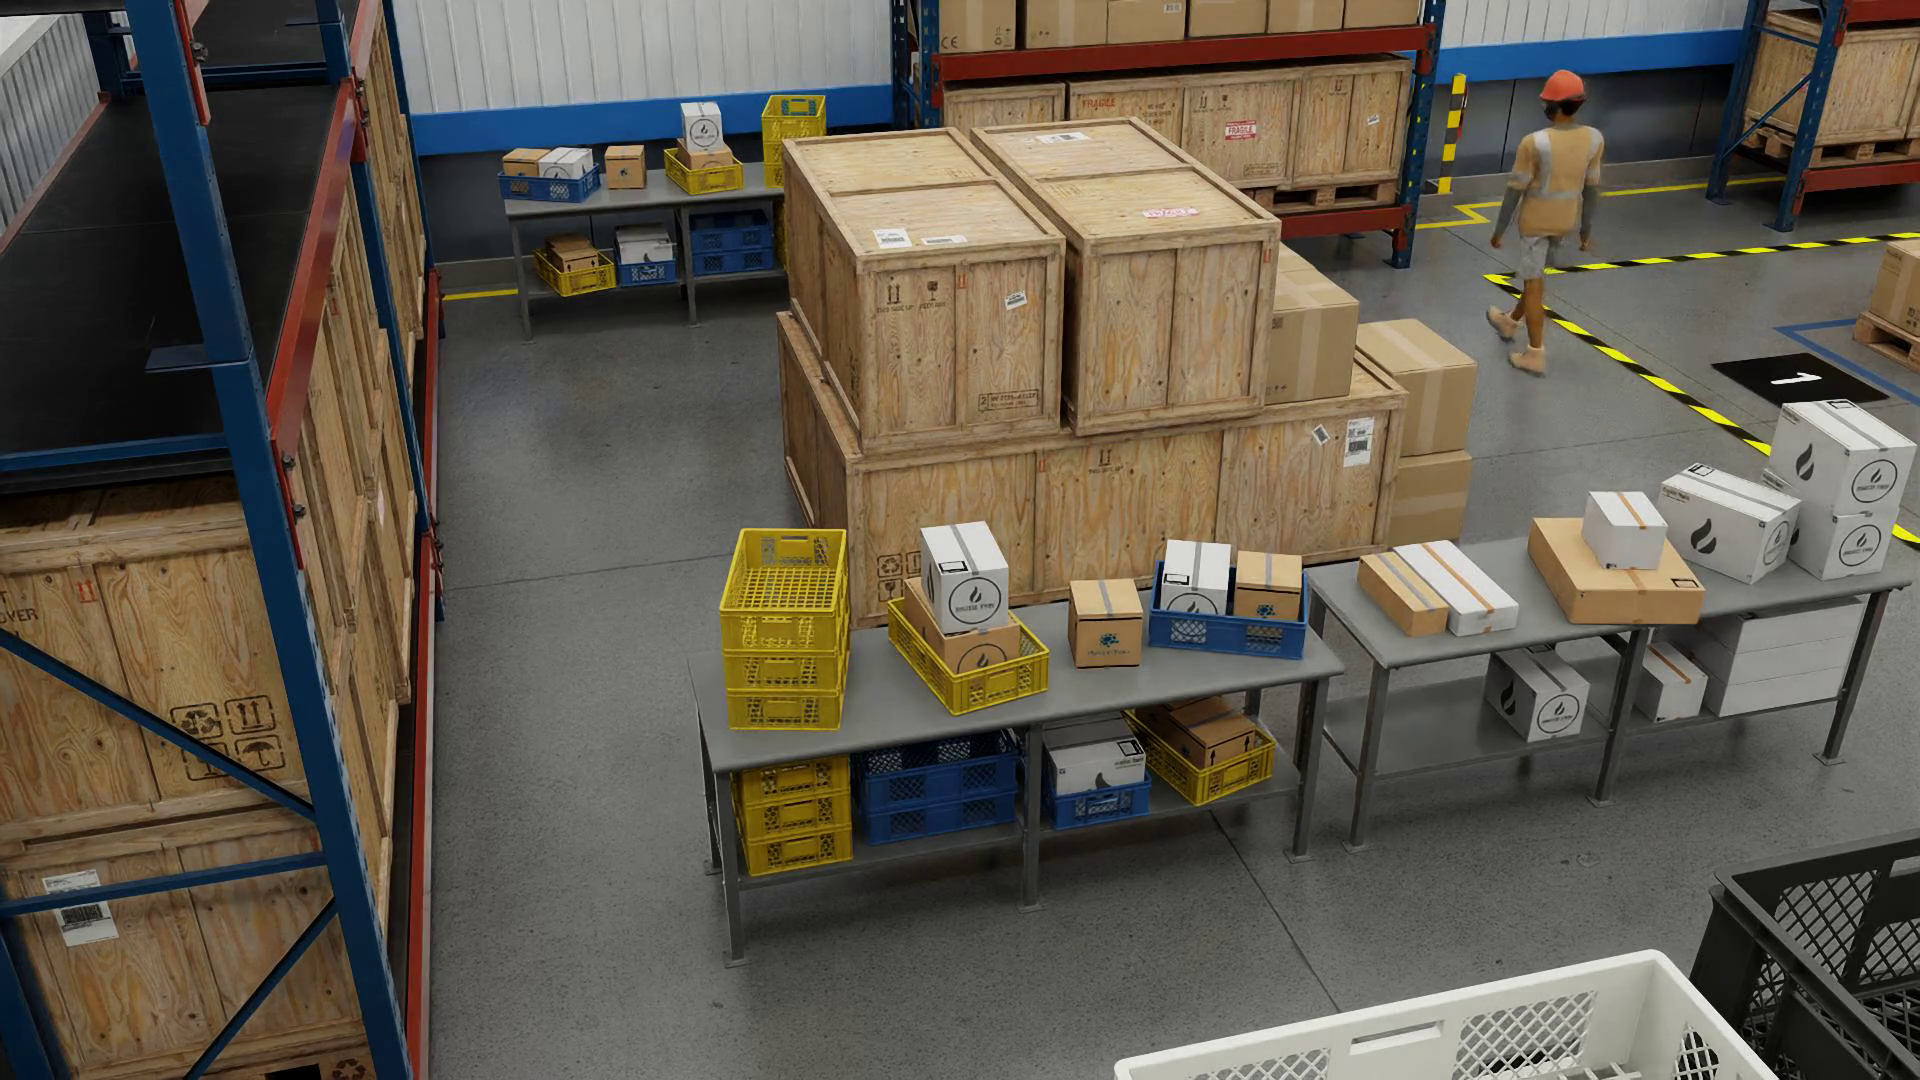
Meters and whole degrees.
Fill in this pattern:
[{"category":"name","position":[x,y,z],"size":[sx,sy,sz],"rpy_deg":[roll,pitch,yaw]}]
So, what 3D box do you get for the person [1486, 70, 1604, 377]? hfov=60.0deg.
[{"category":"person","position":[3.896,-2.179,11.286],"size":[0.634,2.001,0.926],"rpy_deg":[-9,30,-15]}]
